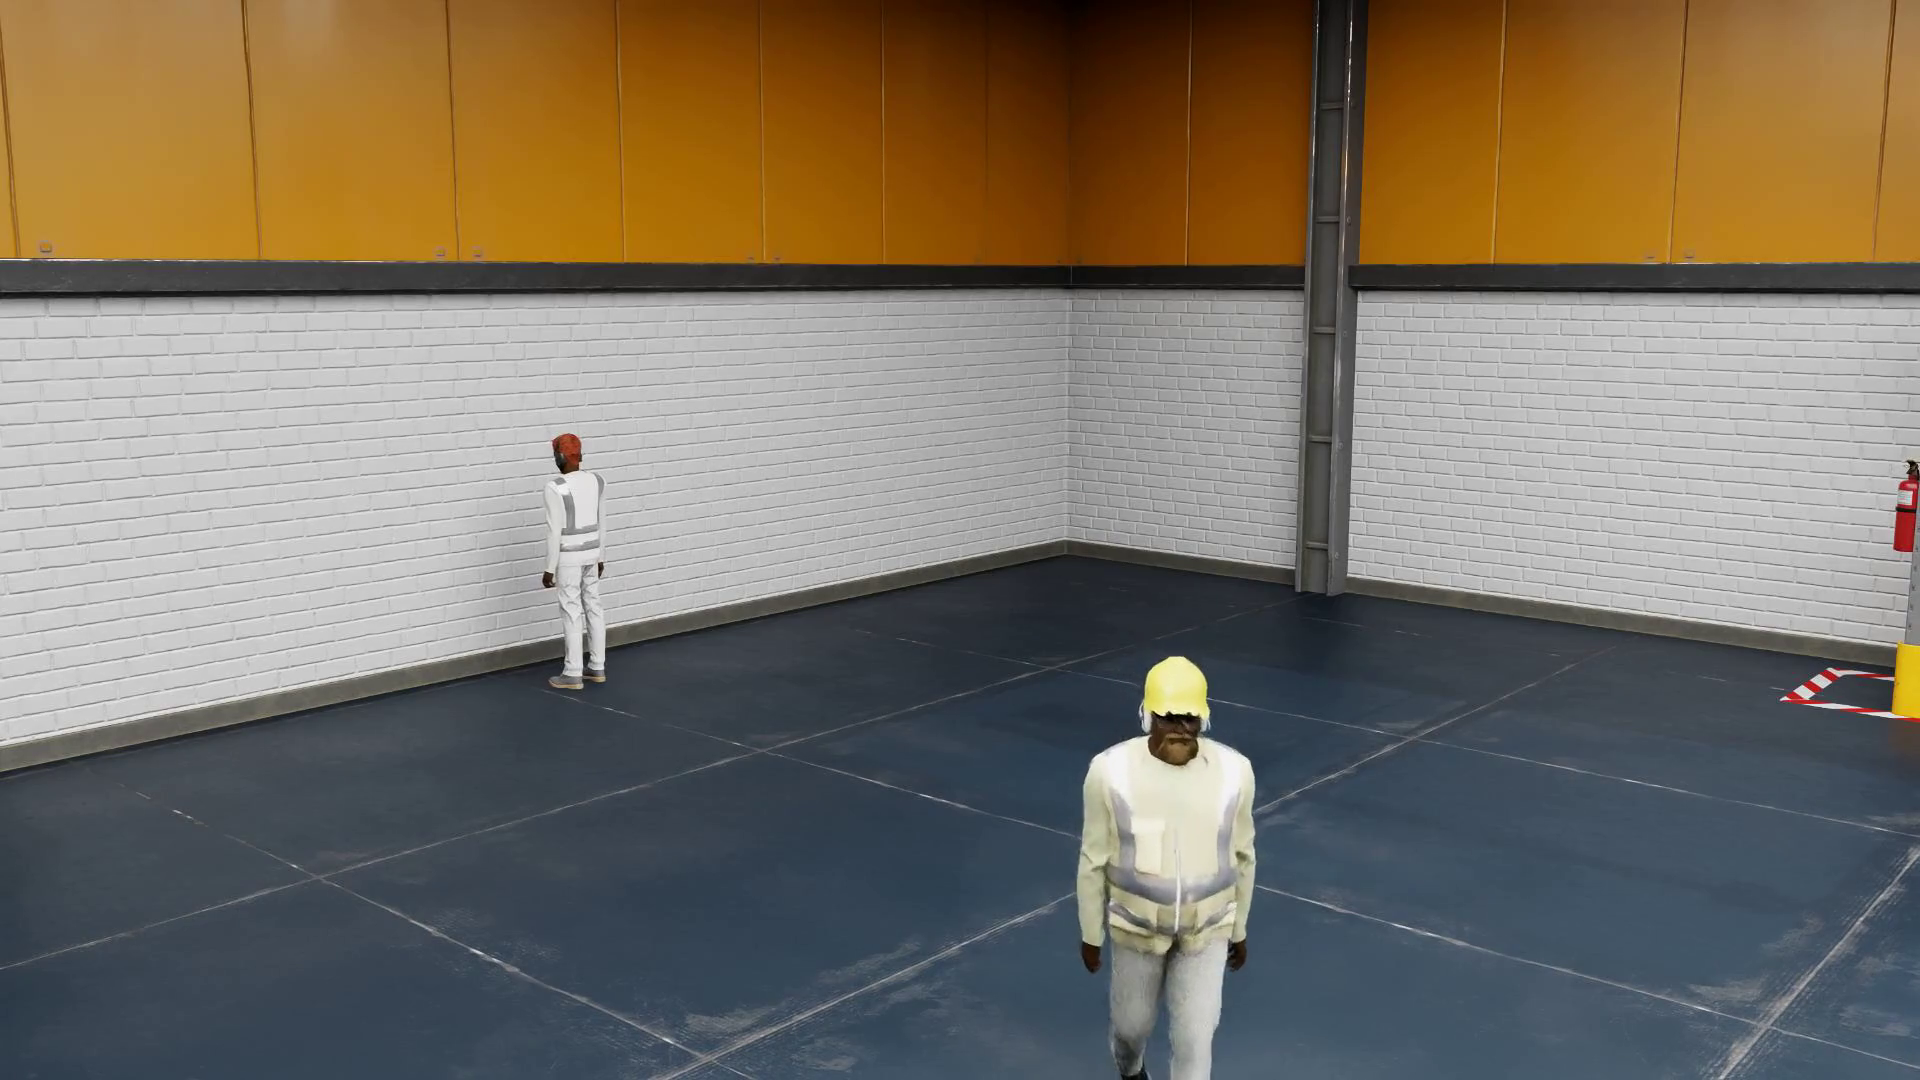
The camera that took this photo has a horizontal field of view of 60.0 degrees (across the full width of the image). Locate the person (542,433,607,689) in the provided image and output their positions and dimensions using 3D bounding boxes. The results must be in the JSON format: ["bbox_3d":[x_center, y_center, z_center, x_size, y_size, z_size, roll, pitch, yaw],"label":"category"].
[{"bbox_3d":[-2.836,0.153,12.240,0.356,1.887,0.573,6,11,32],"label":"person"}]

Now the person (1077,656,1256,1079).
[{"bbox_3d":[0.690,1.251,5.620,0.598,1.808,0.783,0,9,1],"label":"person"}]
